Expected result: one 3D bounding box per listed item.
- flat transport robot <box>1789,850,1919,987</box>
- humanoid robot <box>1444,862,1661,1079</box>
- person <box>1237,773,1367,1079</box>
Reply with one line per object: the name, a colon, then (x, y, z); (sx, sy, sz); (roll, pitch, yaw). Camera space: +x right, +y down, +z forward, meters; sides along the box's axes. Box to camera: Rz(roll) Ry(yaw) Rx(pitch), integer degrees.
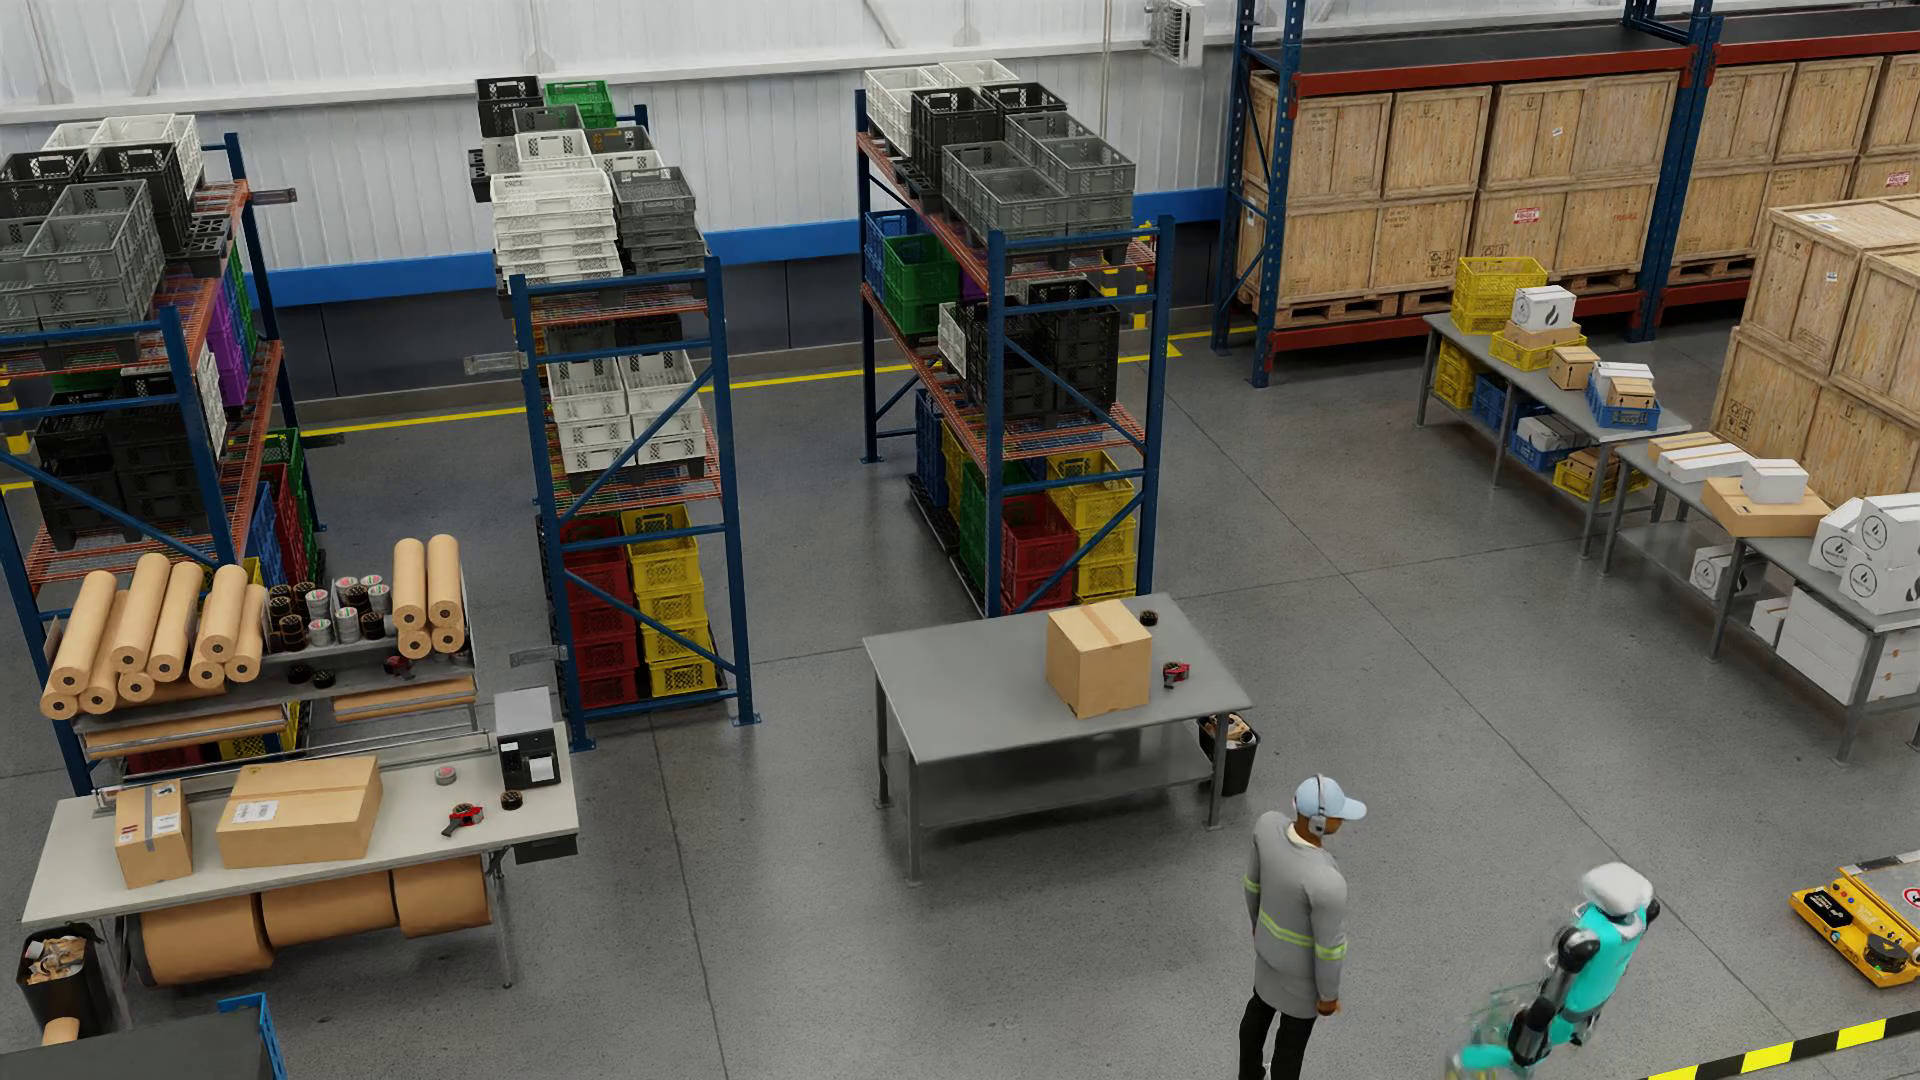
flat transport robot: (5.163, 1.916, 8.676); (1.431, 0.231, 0.659); (-8, 30, -14)
humanoid robot: (2.377, 1.985, 7.036); (0.573, 1.769, 0.792); (-19, 34, -31)
person: (1.478, 1.789, 7.263); (0.385, 1.849, 0.596); (-13, 31, -22)
